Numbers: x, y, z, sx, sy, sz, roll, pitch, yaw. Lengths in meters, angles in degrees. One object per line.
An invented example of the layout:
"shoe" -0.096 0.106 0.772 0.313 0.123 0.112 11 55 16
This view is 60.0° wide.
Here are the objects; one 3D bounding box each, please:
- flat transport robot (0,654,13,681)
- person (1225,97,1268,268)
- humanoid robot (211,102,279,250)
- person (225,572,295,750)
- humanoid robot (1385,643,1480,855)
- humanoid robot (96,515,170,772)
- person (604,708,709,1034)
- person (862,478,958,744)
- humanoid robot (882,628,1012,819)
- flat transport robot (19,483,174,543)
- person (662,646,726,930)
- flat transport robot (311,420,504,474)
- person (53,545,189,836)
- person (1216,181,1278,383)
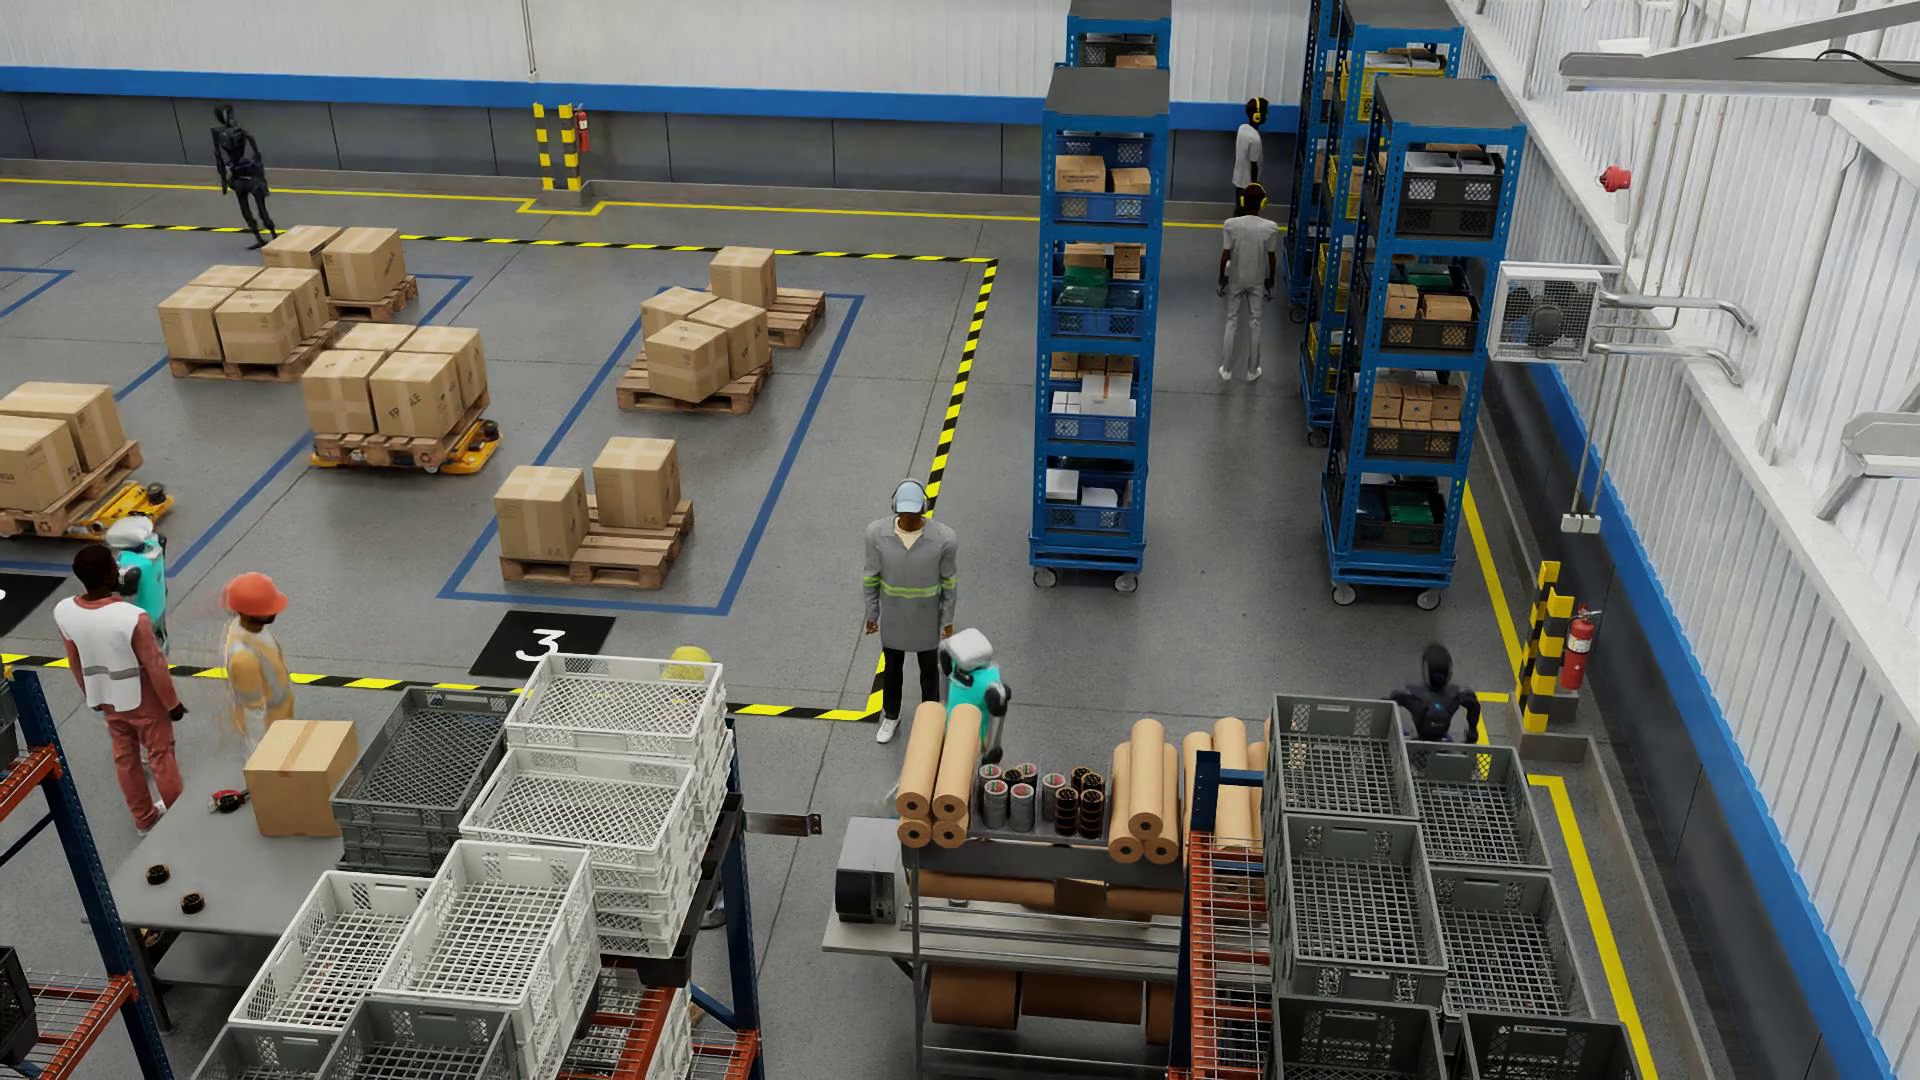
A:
"flat transport robot" -7.142 0.969 11.010 1.431 0.231 0.659 3 30 6
"person" 3.029 -3.715 17.462 0.336 1.872 0.516 -5 31 -9
"humanoid robot" -7.745 -3.945 18.045 0.599 1.642 0.386 7 31 12
"person" -3.842 0.984 9.345 0.434 1.913 0.651 -9 32 -16
"humanoid robot" 2.548 1.235 9.178 0.602 1.637 0.652 0 30 0
"humanoid robot" -5.082 0.689 10.047 0.803 1.790 0.557 -1 30 -2
"person" -1.518 1.594 8.191 0.598 2.035 0.404 4 31 8
"person" -0.311 0.455 10.319 0.589 1.852 0.367 2 30 4
"humanoid robot" -0.199 1.366 8.921 1.018 1.780 0.531 -19 35 -30
"flat transport robot" -7.048 -0.253 13.081 1.431 0.197 0.652 3 30 6
"person" -1.372 1.314 8.926 0.319 1.769 0.523 -7 31 -12
"flat transport robot" -4.670 -0.827 14.067 1.431 0.197 0.652 3 30 6
"person" -4.748 0.892 9.501 0.587 1.920 0.397 7 31 12
"person" 2.596 -2.327 15.083 0.528 1.864 0.310 5 31 9
